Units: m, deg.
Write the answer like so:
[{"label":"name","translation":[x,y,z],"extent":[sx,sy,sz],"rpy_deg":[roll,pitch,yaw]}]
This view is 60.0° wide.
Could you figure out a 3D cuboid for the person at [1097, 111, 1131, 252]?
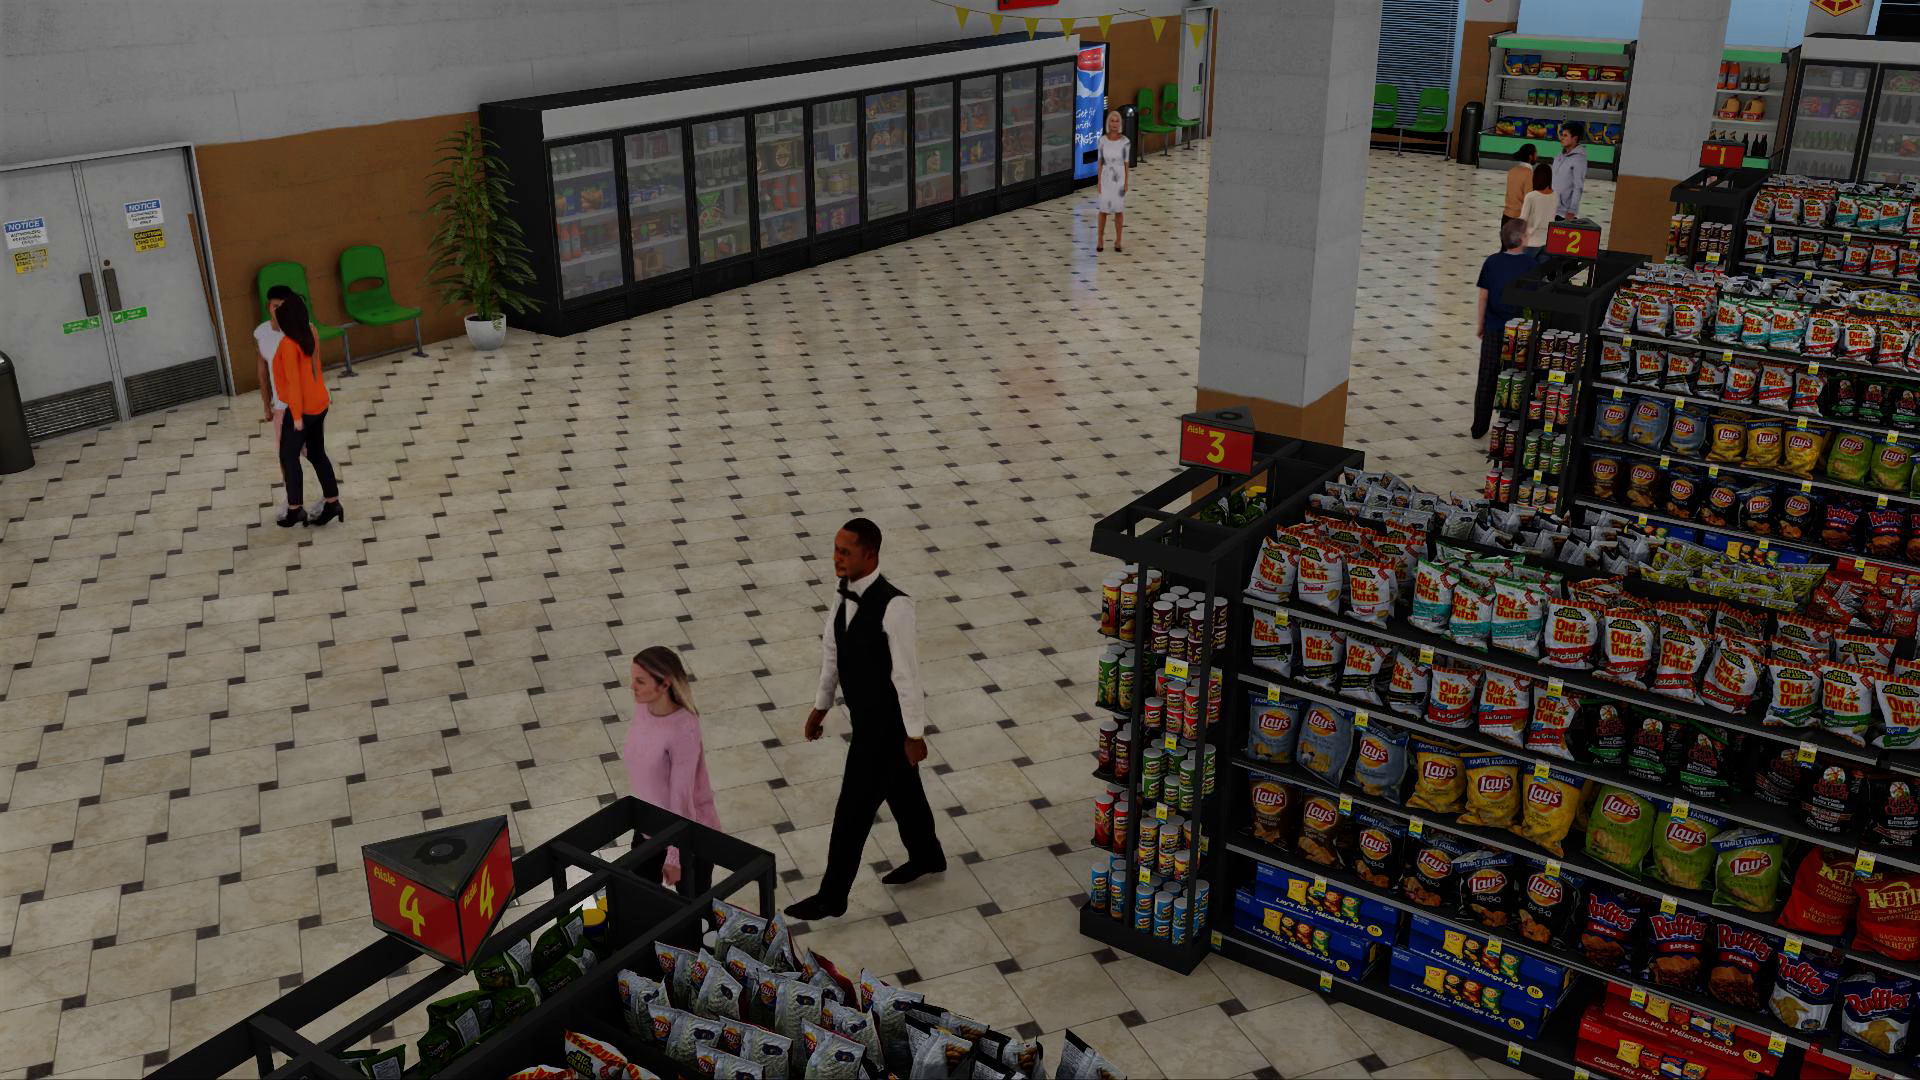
[{"label":"person","translation":[1.907,-4.496,20.862],"extent":[0.615,1.748,0.707],"rpy_deg":[1,22,2]}]

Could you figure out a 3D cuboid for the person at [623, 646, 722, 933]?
[{"label":"person","translation":[-1.084,1.176,6.844],"extent":[0.720,1.674,0.601],"rpy_deg":[-18,28,-38]}]

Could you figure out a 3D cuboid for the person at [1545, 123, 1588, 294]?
[{"label":"person","translation":[6.784,-3.712,18.670],"extent":[0.841,1.929,0.755],"rpy_deg":[-6,23,-15]}]

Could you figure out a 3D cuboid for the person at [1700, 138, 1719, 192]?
[{"label":"person","translation":[8.055,-3.491,18.249],"extent":[0.686,1.831,0.539],"rpy_deg":[-15,26,-33]}]

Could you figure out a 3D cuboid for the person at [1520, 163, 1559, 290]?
[{"label":"person","translation":[6.062,-3.117,17.524],"extent":[0.699,1.678,0.710],"rpy_deg":[-10,24,-23]}]

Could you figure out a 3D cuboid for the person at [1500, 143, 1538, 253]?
[{"label":"person","translation":[6.137,-3.484,18.338],"extent":[0.801,1.752,0.733],"rpy_deg":[-5,22,-11]}]

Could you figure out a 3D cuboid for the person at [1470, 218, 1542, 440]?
[{"label":"person","translation":[4.540,-1.735,13.826],"extent":[0.473,1.870,0.721],"rpy_deg":[14,26,31]}]

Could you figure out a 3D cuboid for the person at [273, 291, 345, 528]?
[{"label":"person","translation":[-4.652,-0.935,12.036],"extent":[0.871,1.720,0.820],"rpy_deg":[-4,22,-9]}]

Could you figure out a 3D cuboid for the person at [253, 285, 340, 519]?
[{"label":"person","translation":[-4.791,-1.010,12.182],"extent":[0.756,1.750,0.848],"rpy_deg":[6,23,15]}]

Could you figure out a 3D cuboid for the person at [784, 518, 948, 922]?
[{"label":"person","translation":[-0.283,0.773,7.573],"extent":[1.085,1.879,1.185],"rpy_deg":[-11,25,-26]}]
